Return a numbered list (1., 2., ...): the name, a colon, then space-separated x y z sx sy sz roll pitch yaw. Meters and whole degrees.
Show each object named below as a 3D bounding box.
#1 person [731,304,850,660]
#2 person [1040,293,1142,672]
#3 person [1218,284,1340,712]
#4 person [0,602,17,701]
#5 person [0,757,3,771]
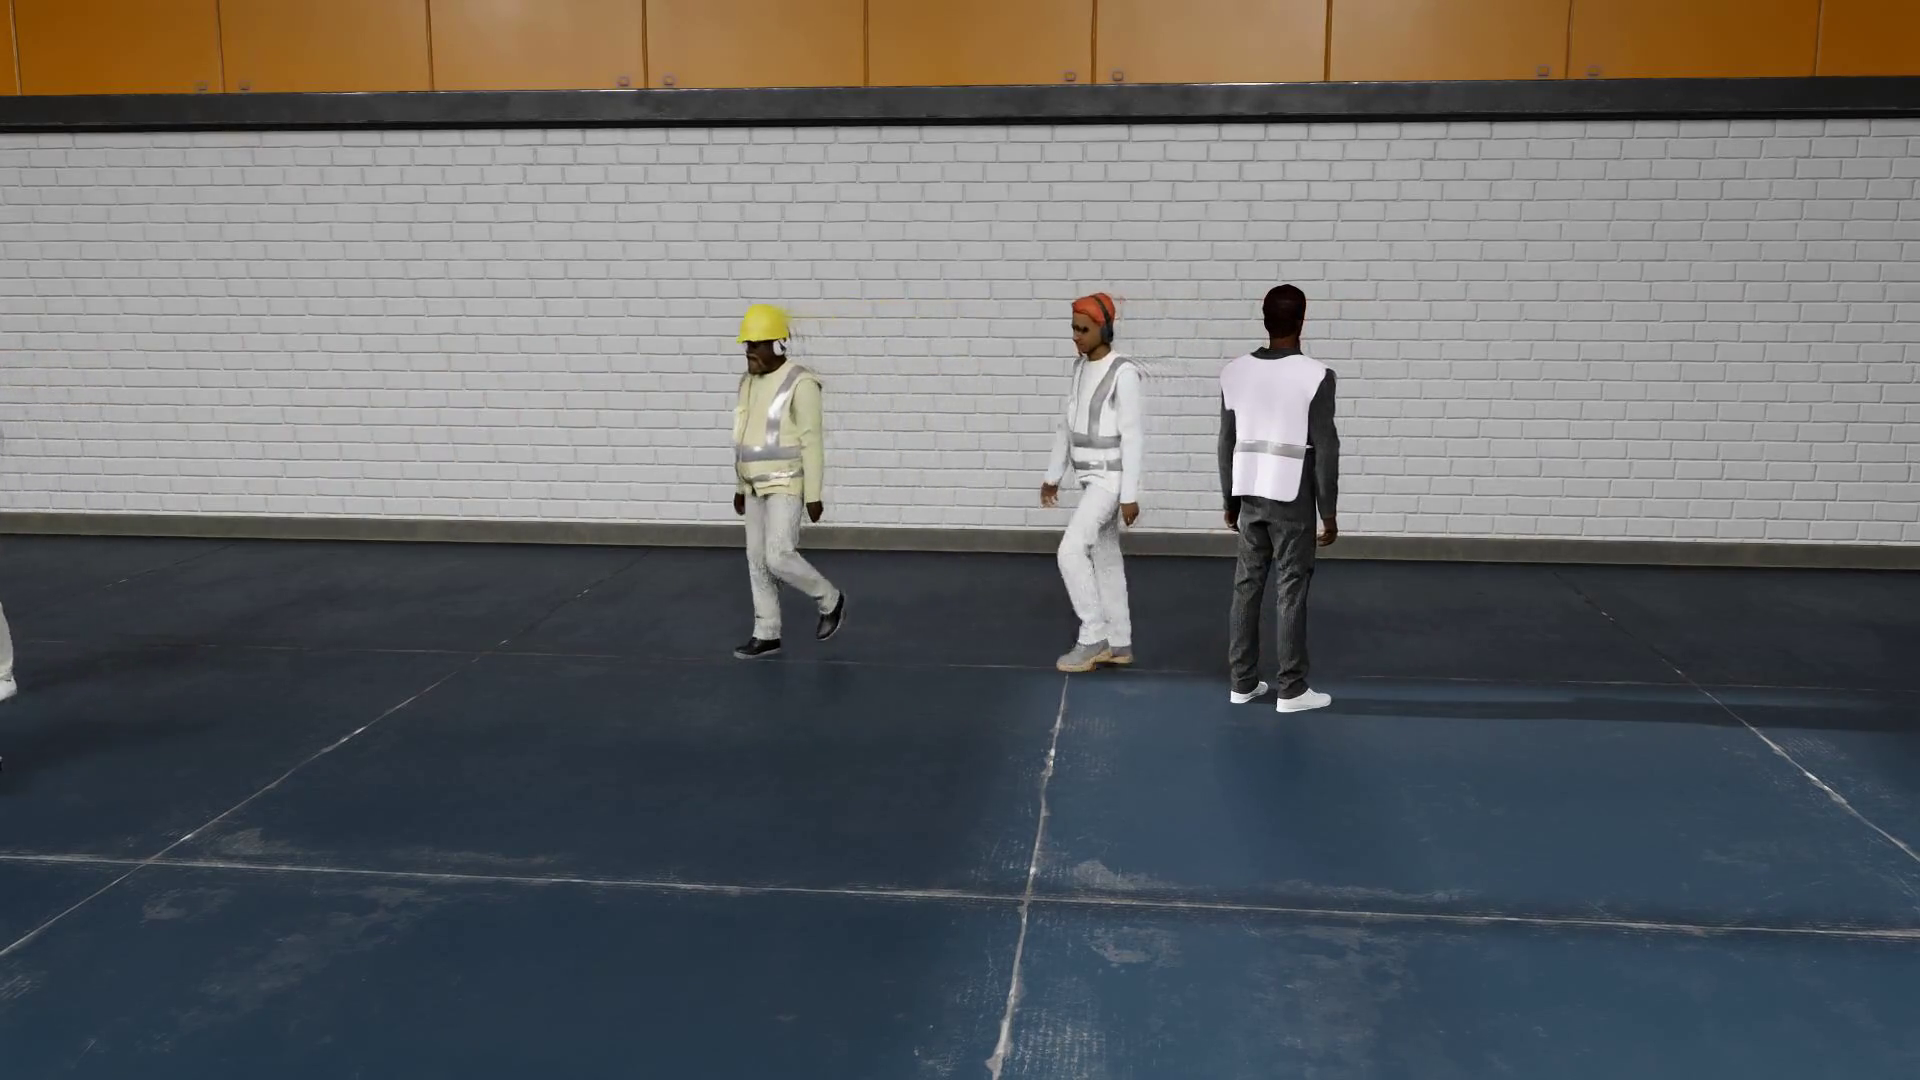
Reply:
1. person: -0.900 -0.293 8.452 0.540 1.809 0.590 -8 13 -39
2. person: 0.632 -0.273 8.170 0.591 1.863 0.599 -2 10 -13
3. person: 1.430 -0.182 7.494 0.597 1.921 0.383 9 13 42
4. person: -4.538 0.012 7.326 0.503 1.594 0.830 1 10 6
5. person: -4.071 0.069 6.193 0.959 1.875 0.611 5 11 27
